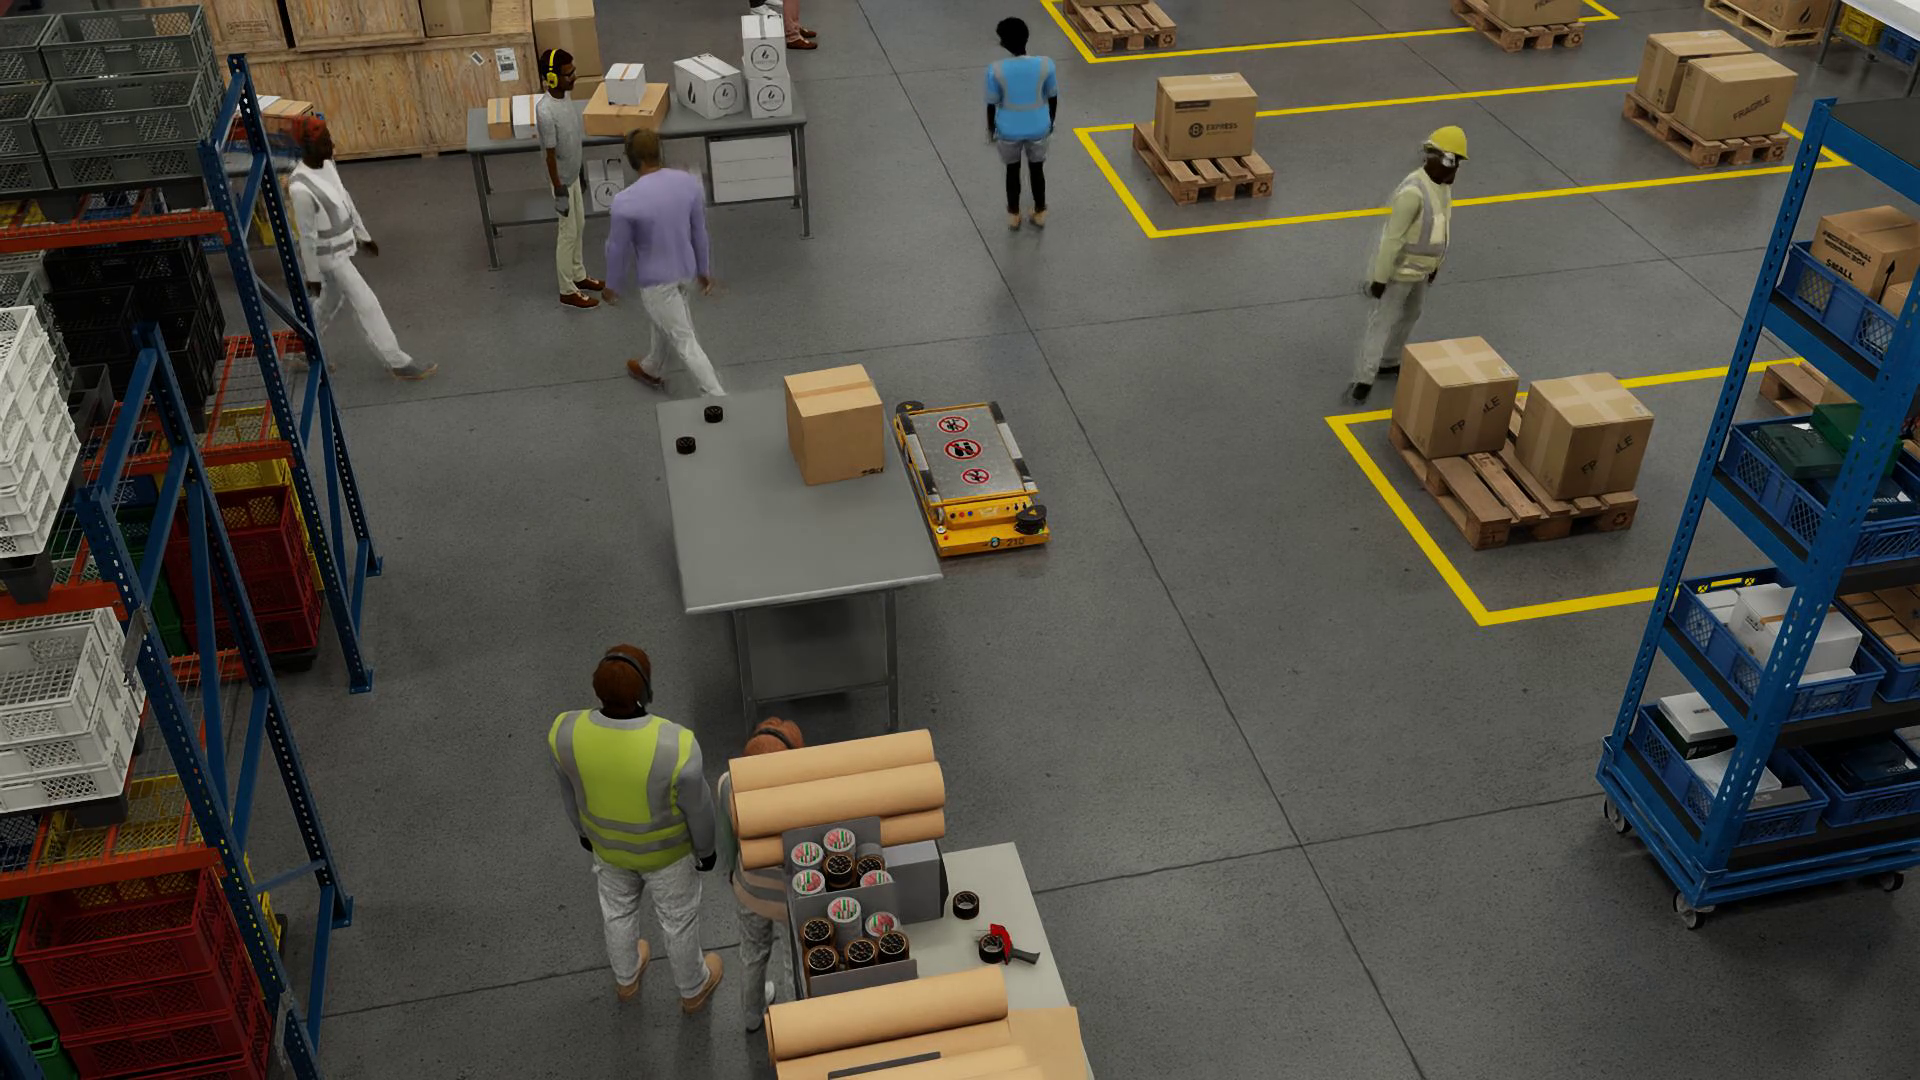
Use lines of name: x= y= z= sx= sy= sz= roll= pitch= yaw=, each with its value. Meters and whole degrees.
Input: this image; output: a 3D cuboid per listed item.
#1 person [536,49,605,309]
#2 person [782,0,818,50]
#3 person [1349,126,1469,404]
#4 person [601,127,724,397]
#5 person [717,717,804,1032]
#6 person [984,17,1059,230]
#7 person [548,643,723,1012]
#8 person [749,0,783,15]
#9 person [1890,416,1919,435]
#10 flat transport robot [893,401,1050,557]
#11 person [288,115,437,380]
person: x=-2.728 y=-2.508 z=11.584 sx=0.322 sy=1.862 sz=0.510 roll=3 pitch=37 yaw=4
person: x=-1.558 y=-5.631 z=15.745 sx=0.404 sy=1.904 sz=0.671 roll=-2 pitch=37 yaw=-2
person: x=2.845 y=-1.723 z=10.596 sx=0.406 sy=1.789 sz=0.726 roll=26 pitch=44 yaw=30
person: x=-1.828 y=-1.647 z=10.412 sx=1.039 sy=1.894 sz=0.642 roll=25 pitch=44 yaw=30
person: x=-0.714 y=1.378 z=6.555 sx=0.528 sy=1.628 sz=0.324 roll=20 pitch=41 yaw=24
person: x=0.460 y=-3.116 z=12.544 sx=0.554 sy=1.668 sz=0.390 roll=-2 pitch=37 yaw=-3
person: x=-1.260 y=1.175 z=6.657 sx=0.630 sy=1.836 sz=0.430 roll=7 pitch=37 yaw=10
person: x=-2.004 y=-6.210 z=16.506 sx=0.392 sy=1.920 sz=0.587 roll=7 pitch=37 yaw=9
person: x=4.250 y=0.101 z=7.962 sx=0.381 sy=1.994 sz=0.621 roll=9 pitch=38 yaw=12
flat transport robot: x=0.046 y=-0.430 z=10.108 sx=0.652 sy=0.197 sz=1.431 roll=-8 pitch=37 yaw=-10
person: x=-4.068 y=-1.860 z=10.730 sx=0.969 sy=1.847 sz=0.571 roll=-3 pitch=37 yaw=-4
